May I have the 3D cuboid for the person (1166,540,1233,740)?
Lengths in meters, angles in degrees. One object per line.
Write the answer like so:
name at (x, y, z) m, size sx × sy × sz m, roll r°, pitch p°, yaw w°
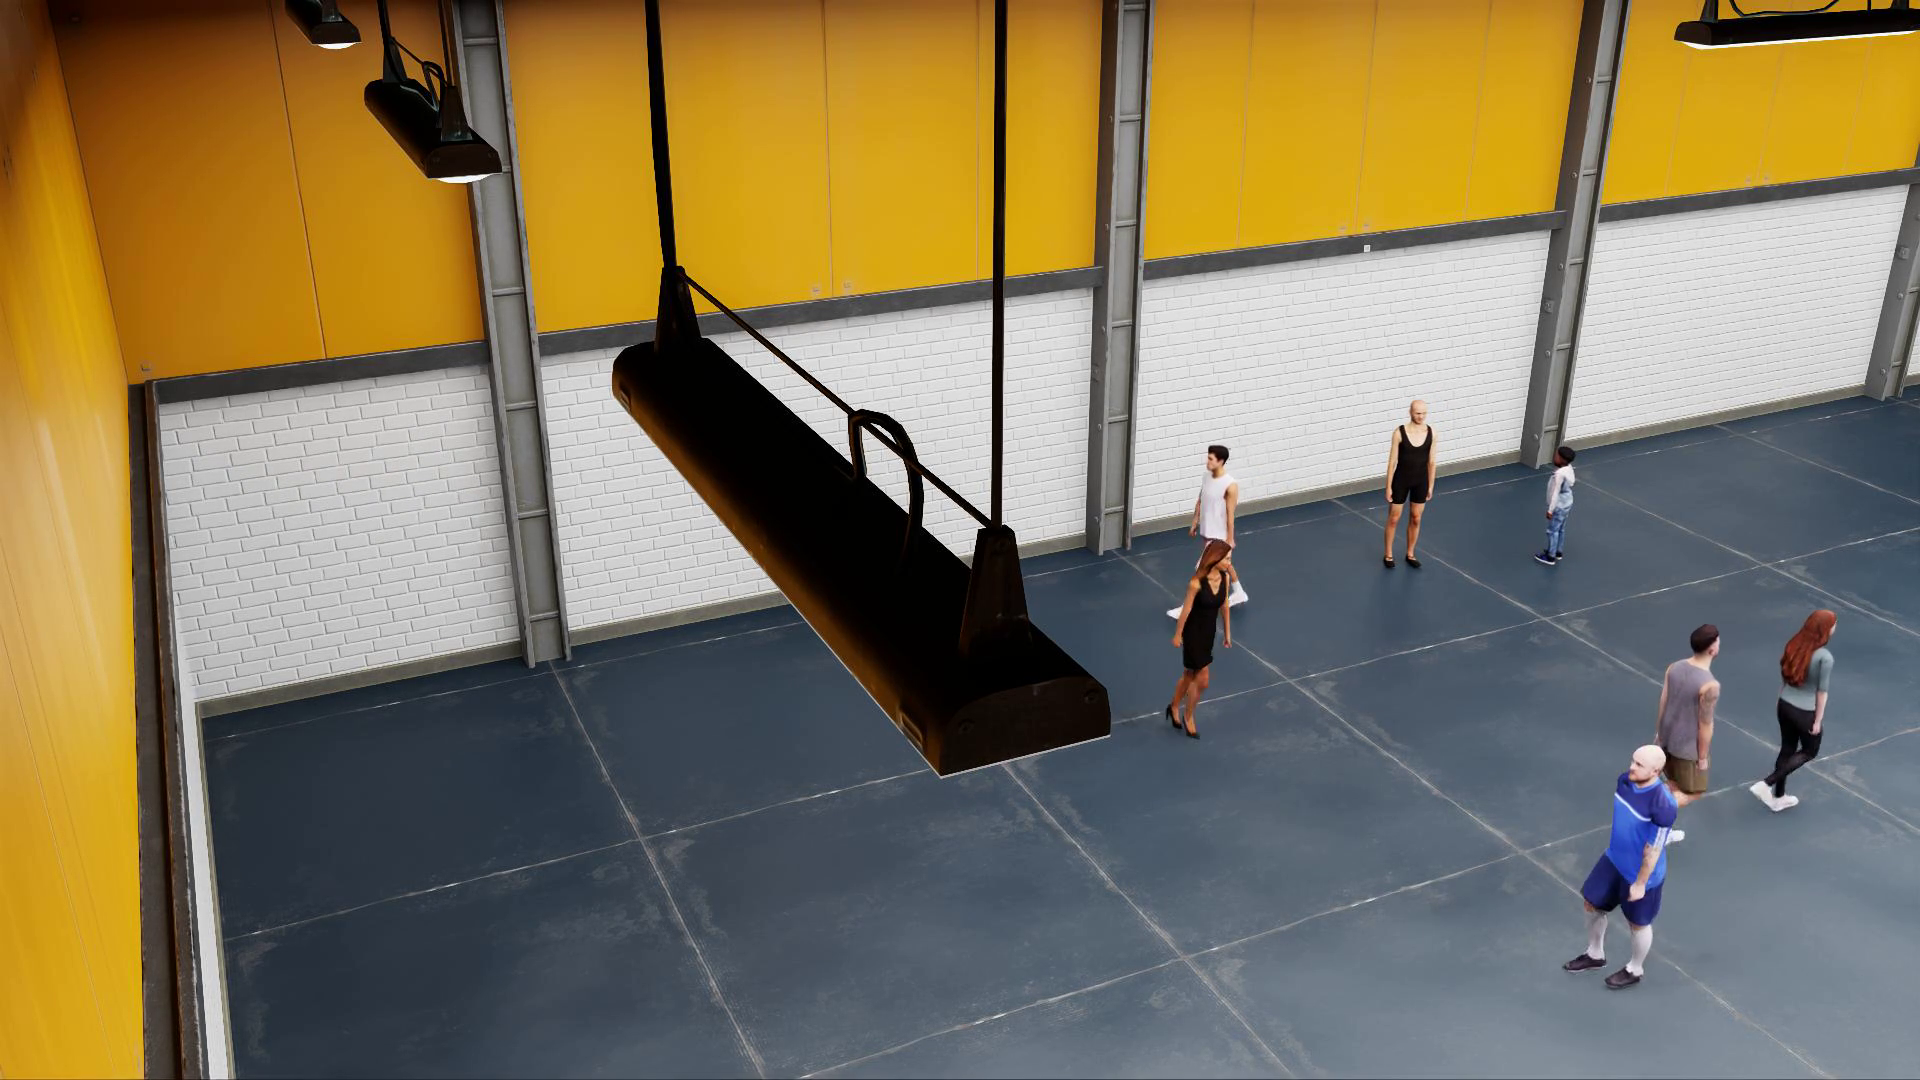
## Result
person at (1.932, 0.823, 13.868) m, size 0.723 × 1.797 × 0.747 m, roll -14°, pitch 27°, yaw -28°

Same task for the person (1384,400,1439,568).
person at (4.613, -0.586, 17.069) m, size 0.571 × 1.815 × 0.762 m, roll -2°, pitch 24°, yaw -5°

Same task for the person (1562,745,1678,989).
person at (4.465, 2.127, 10.849) m, size 0.732 × 1.826 × 0.709 m, roll -8°, pitch 25°, yaw -17°

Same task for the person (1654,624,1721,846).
person at (5.190, 1.482, 12.083) m, size 0.897 × 1.830 × 0.698 m, roll -7°, pitch 25°, yaw -16°

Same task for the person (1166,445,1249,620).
person at (2.535, -0.074, 15.987) m, size 1.151 × 1.743 × 0.713 m, roll -9°, pitch 25°, yaw -19°

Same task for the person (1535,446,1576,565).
person at (6.231, -0.373, 17.278) m, size 0.598 × 1.258 × 0.514 m, roll 19°, pitch 30°, yaw 37°

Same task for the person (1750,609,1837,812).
person at (6.361, 1.349, 12.749) m, size 0.753 × 1.731 × 0.640 m, roll -7°, pitch 25°, yaw -16°
